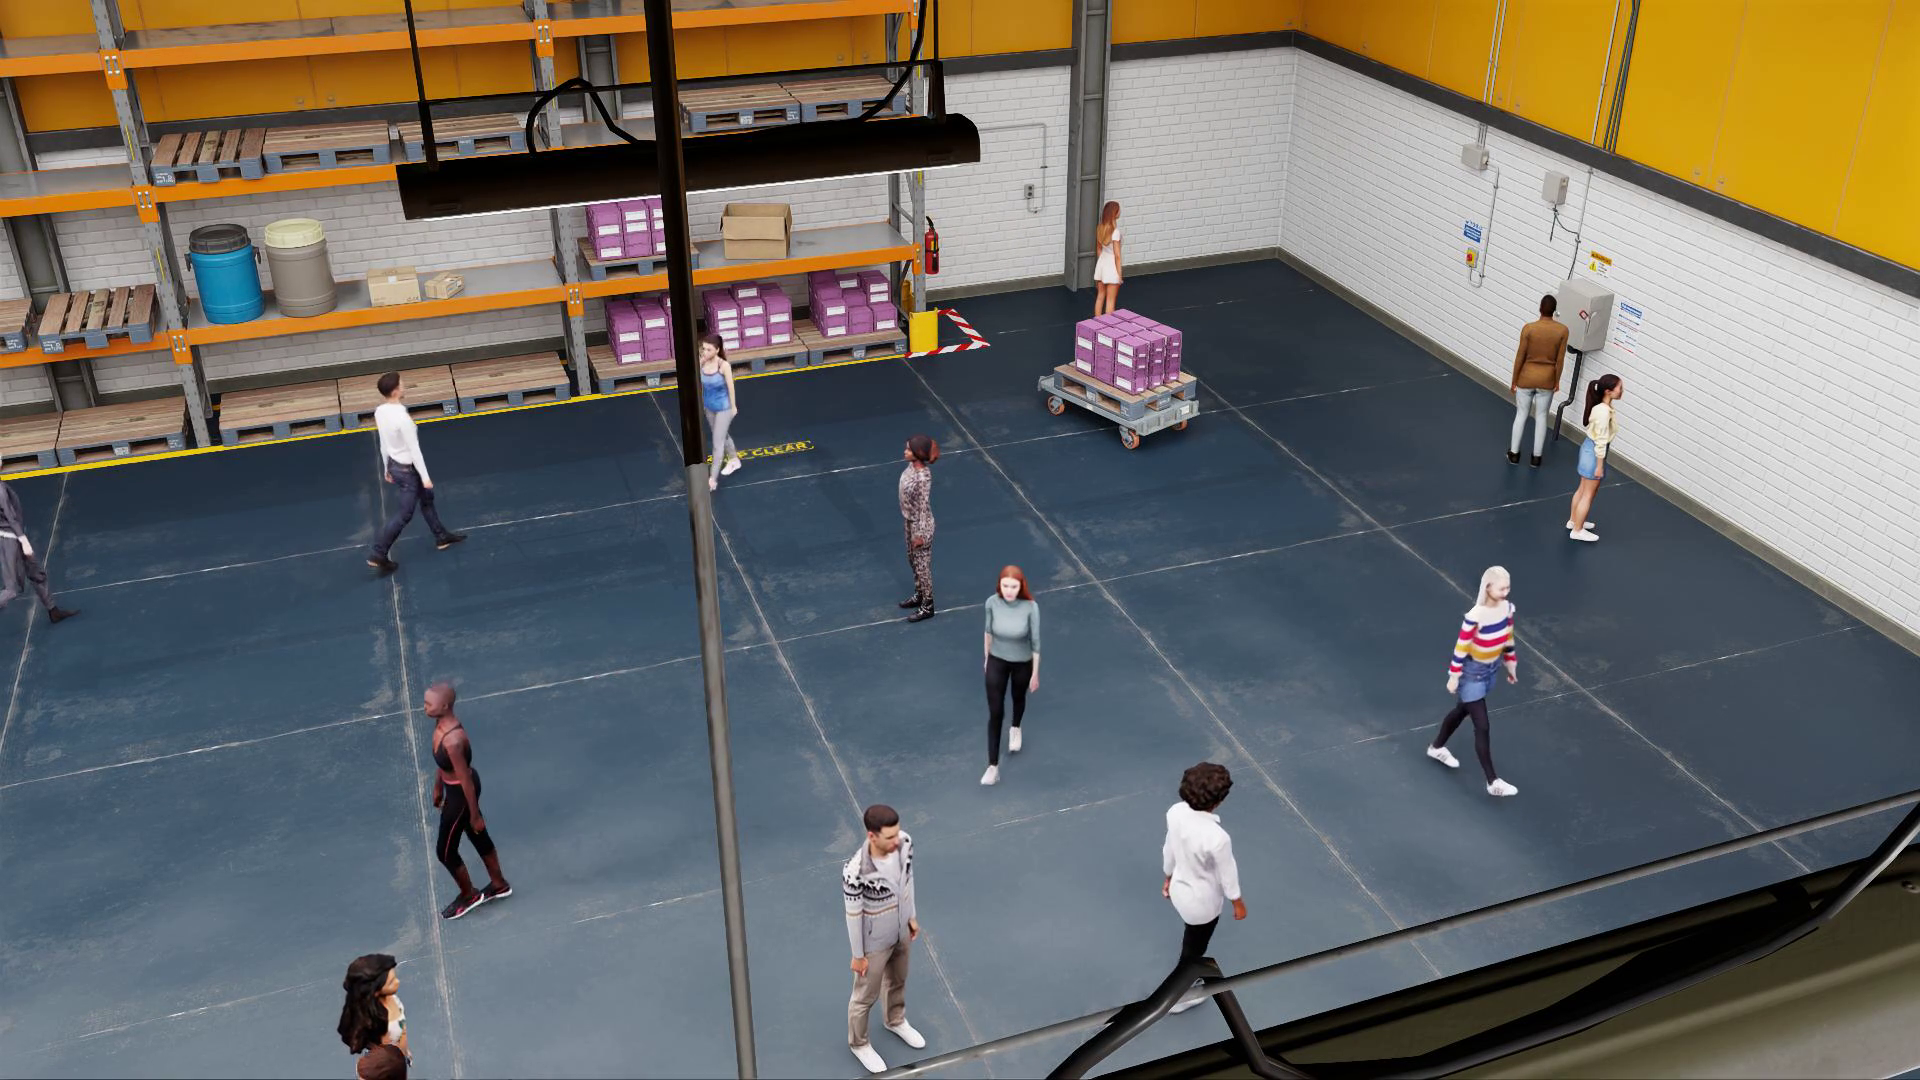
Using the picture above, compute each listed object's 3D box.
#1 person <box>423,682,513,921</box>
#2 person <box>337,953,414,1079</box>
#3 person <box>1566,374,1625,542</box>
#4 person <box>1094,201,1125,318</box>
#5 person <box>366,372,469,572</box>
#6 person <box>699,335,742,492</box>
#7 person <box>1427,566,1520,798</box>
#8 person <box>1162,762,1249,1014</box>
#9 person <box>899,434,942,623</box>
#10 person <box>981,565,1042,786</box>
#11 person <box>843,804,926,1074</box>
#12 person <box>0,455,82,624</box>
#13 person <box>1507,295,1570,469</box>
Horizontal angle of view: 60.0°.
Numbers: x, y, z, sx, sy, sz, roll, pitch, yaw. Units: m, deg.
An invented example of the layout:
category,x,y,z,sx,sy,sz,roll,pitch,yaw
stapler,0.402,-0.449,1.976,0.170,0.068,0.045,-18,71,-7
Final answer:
category,x,y,z,sx,sy,sz,roll,pitch,yaw
person,-3.157,1.667,10.884,0.731,1.742,0.656,-13,31,-23
person,-3.038,2.844,8.854,0.569,1.619,0.554,-9,30,-16
person,5.911,-0.787,15.496,0.732,1.631,0.729,5,29,10
person,1.774,-3.227,19.903,0.601,1.697,0.604,-16,32,-27
person,-5.051,-0.581,14.907,1.318,1.835,0.971,-24,37,-37
person,-2.358,-1.321,16.532,0.931,1.578,1.067,18,34,30
person,3.715,0.955,12.160,1.089,1.770,0.931,-19,34,-31
person,1.376,2.132,9.972,0.718,1.798,0.699,-16,32,-27
person,-0.350,-0.118,14.184,0.570,1.714,0.580,-8,30,-14
person,0.396,0.906,12.327,1.113,1.695,1.035,6,29,11
person,-0.461,2.264,9.677,0.817,1.848,0.696,22,35,34
person,-7.976,0.039,13.849,1.124,1.759,0.841,-24,37,-37
person,5.834,-1.609,16.810,0.685,1.816,0.782,7,29,12
